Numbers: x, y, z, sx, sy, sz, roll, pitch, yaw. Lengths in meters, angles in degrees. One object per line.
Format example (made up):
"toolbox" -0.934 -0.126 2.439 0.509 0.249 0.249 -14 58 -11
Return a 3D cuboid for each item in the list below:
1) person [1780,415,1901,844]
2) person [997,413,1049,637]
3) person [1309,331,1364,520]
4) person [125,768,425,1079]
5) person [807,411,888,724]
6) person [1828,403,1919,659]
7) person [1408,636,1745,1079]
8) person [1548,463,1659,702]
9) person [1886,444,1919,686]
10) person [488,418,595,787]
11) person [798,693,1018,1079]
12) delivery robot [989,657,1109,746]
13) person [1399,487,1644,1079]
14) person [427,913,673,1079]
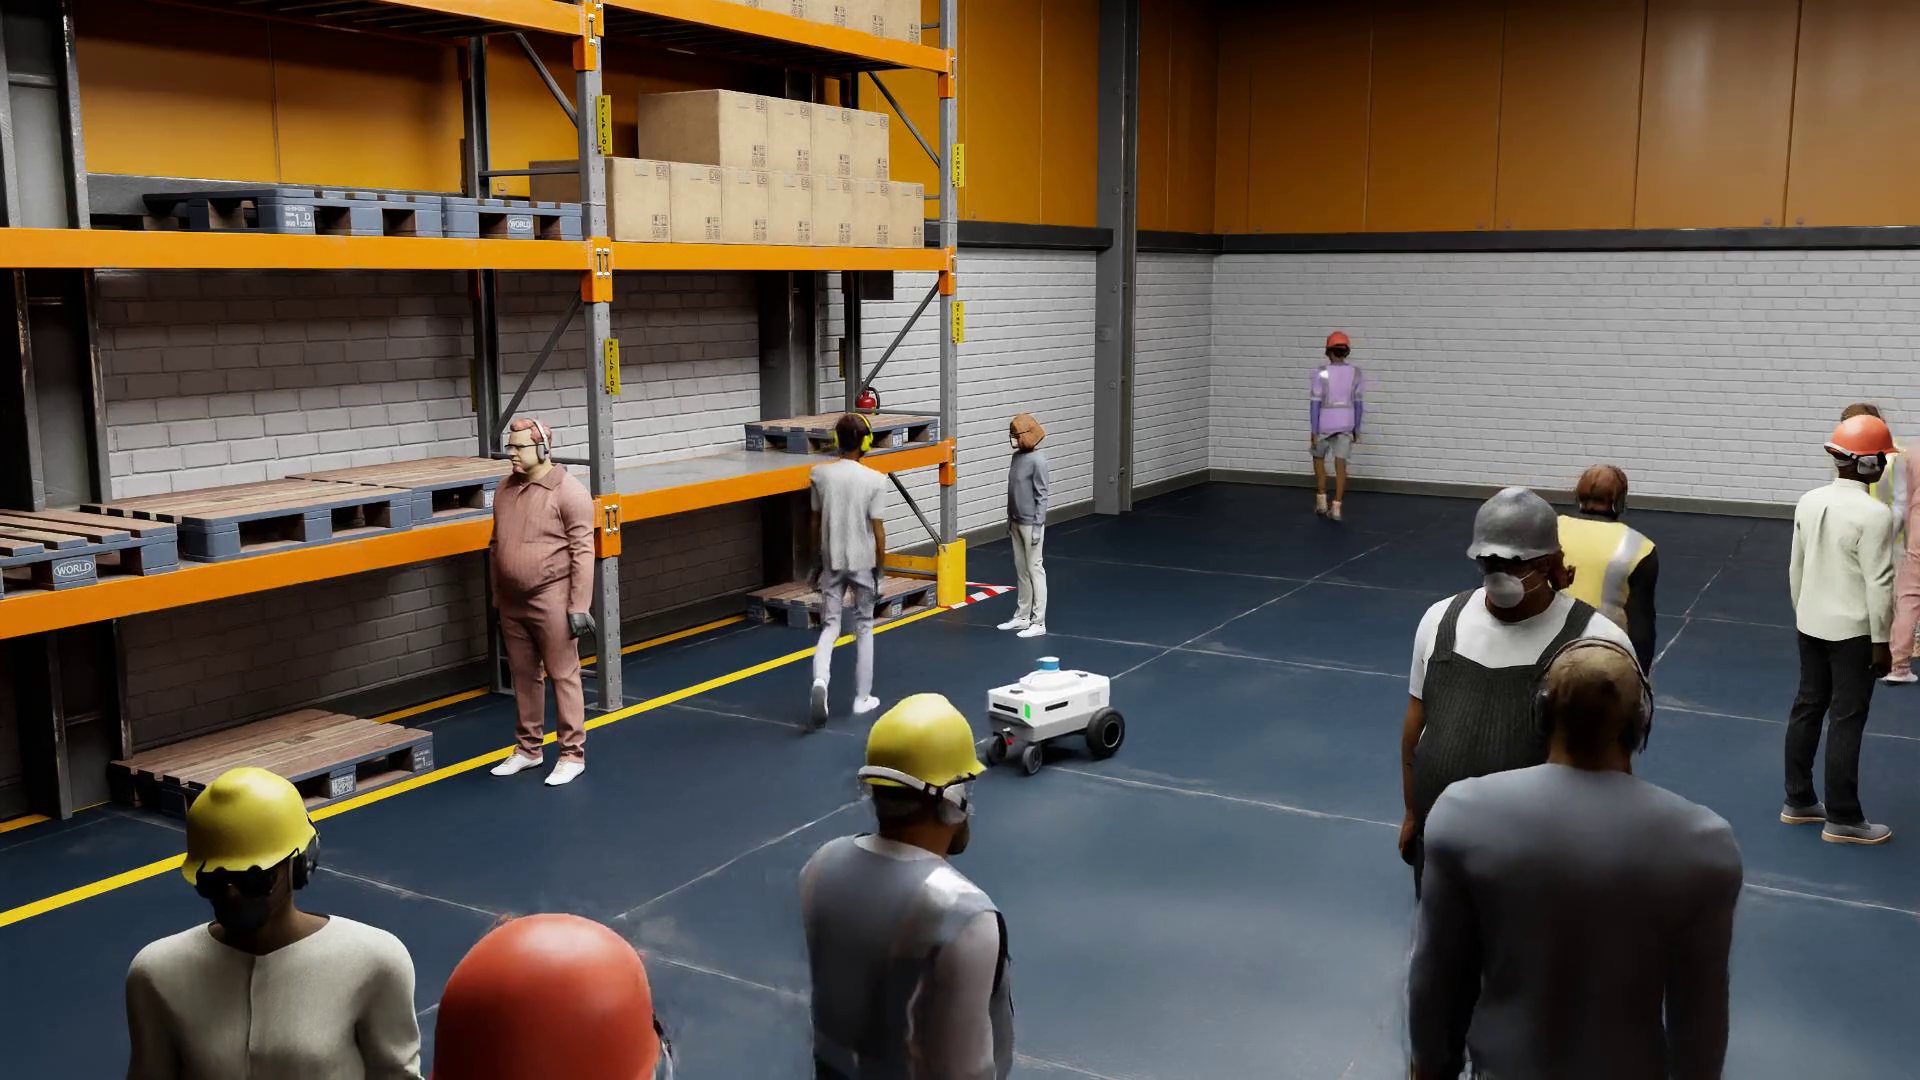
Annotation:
"person" 4.145 0.410 7.800 0.379 1.996 0.611 -2 9 -10
"person" 0.478 -0.109 12.171 0.283 1.633 0.499 -4 10 -24
"person" 4.050 -1.244 18.040 0.625 2.016 0.694 -1 9 -5
"person" -1.270 1.276 3.112 0.533 1.767 0.326 -1 9 -9
"person" -0.686 0.168 9.787 0.528 1.849 0.716 2 9 15
"person" 6.279 -0.056 11.391 0.864 1.795 0.643 -5 11 -30
"person" 1.263 1.149 3.504 0.658 1.904 0.972 4 10 21
"person" 2.718 0.570 7.378 0.650 1.815 0.717 8 12 42
"person" 6.412 0.013 10.729 1.009 1.848 0.653 -5 11 -30
"person" -2.206 0.319 8.649 0.652 1.906 0.409 5 10 28
"person" -0.031 1.202 3.518 0.936 1.777 0.599 -8 12 -40
"delivery robot" 0.486 0.881 9.052 0.707 0.478 0.477 -9 13 -44
"person" 1.591 0.848 4.926 0.688 2.000 0.539 8 12 40
"person" -0.449 1.345 2.045 0.615 1.969 0.764 1 9 9
